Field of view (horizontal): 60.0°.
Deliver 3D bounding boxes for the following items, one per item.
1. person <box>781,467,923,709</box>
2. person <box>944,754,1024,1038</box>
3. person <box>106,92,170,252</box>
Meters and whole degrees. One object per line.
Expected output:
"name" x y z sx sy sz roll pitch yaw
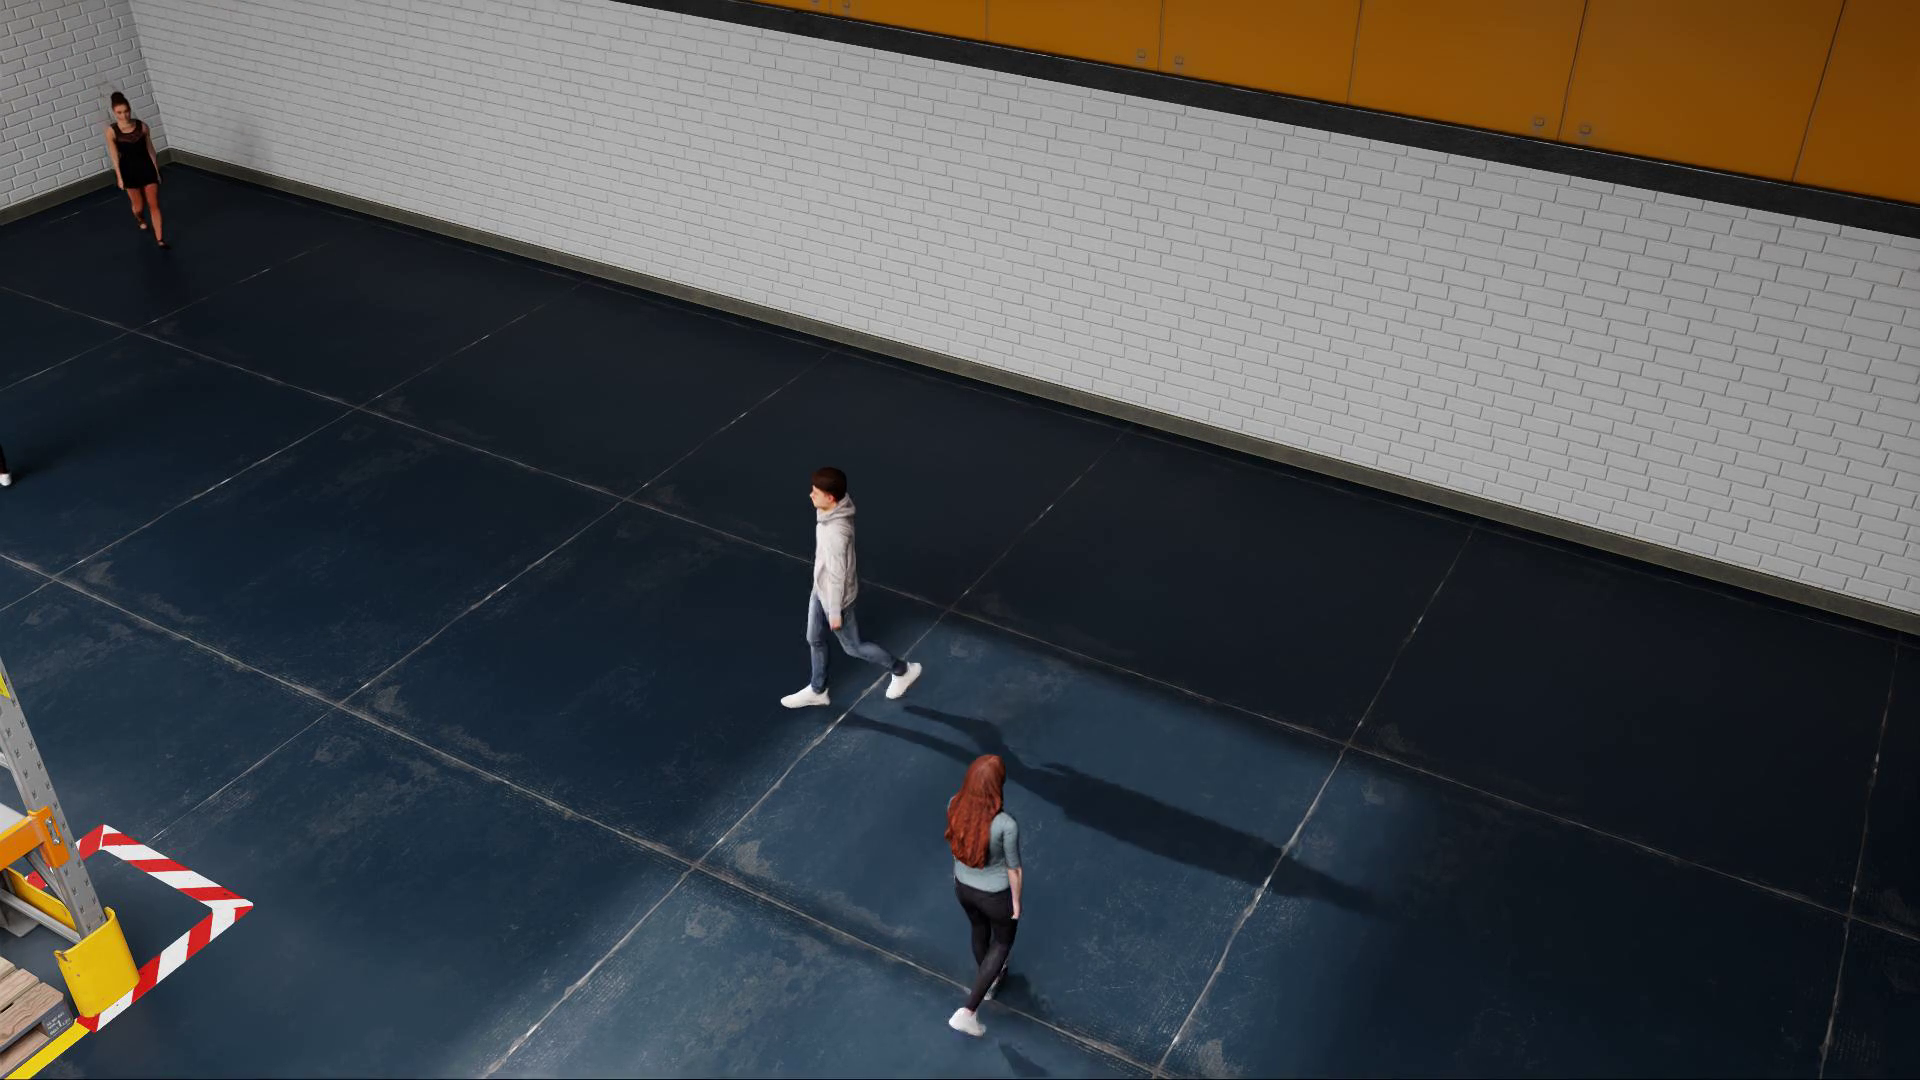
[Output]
"person" -0.698 0.340 10.649 1.214 1.828 1.182 -7 34 -11
"person" 0.101 1.824 8.501 0.621 1.735 0.876 20 39 28
"person" -8.403 -3.788 17.012 0.809 1.660 0.804 -22 39 -29
